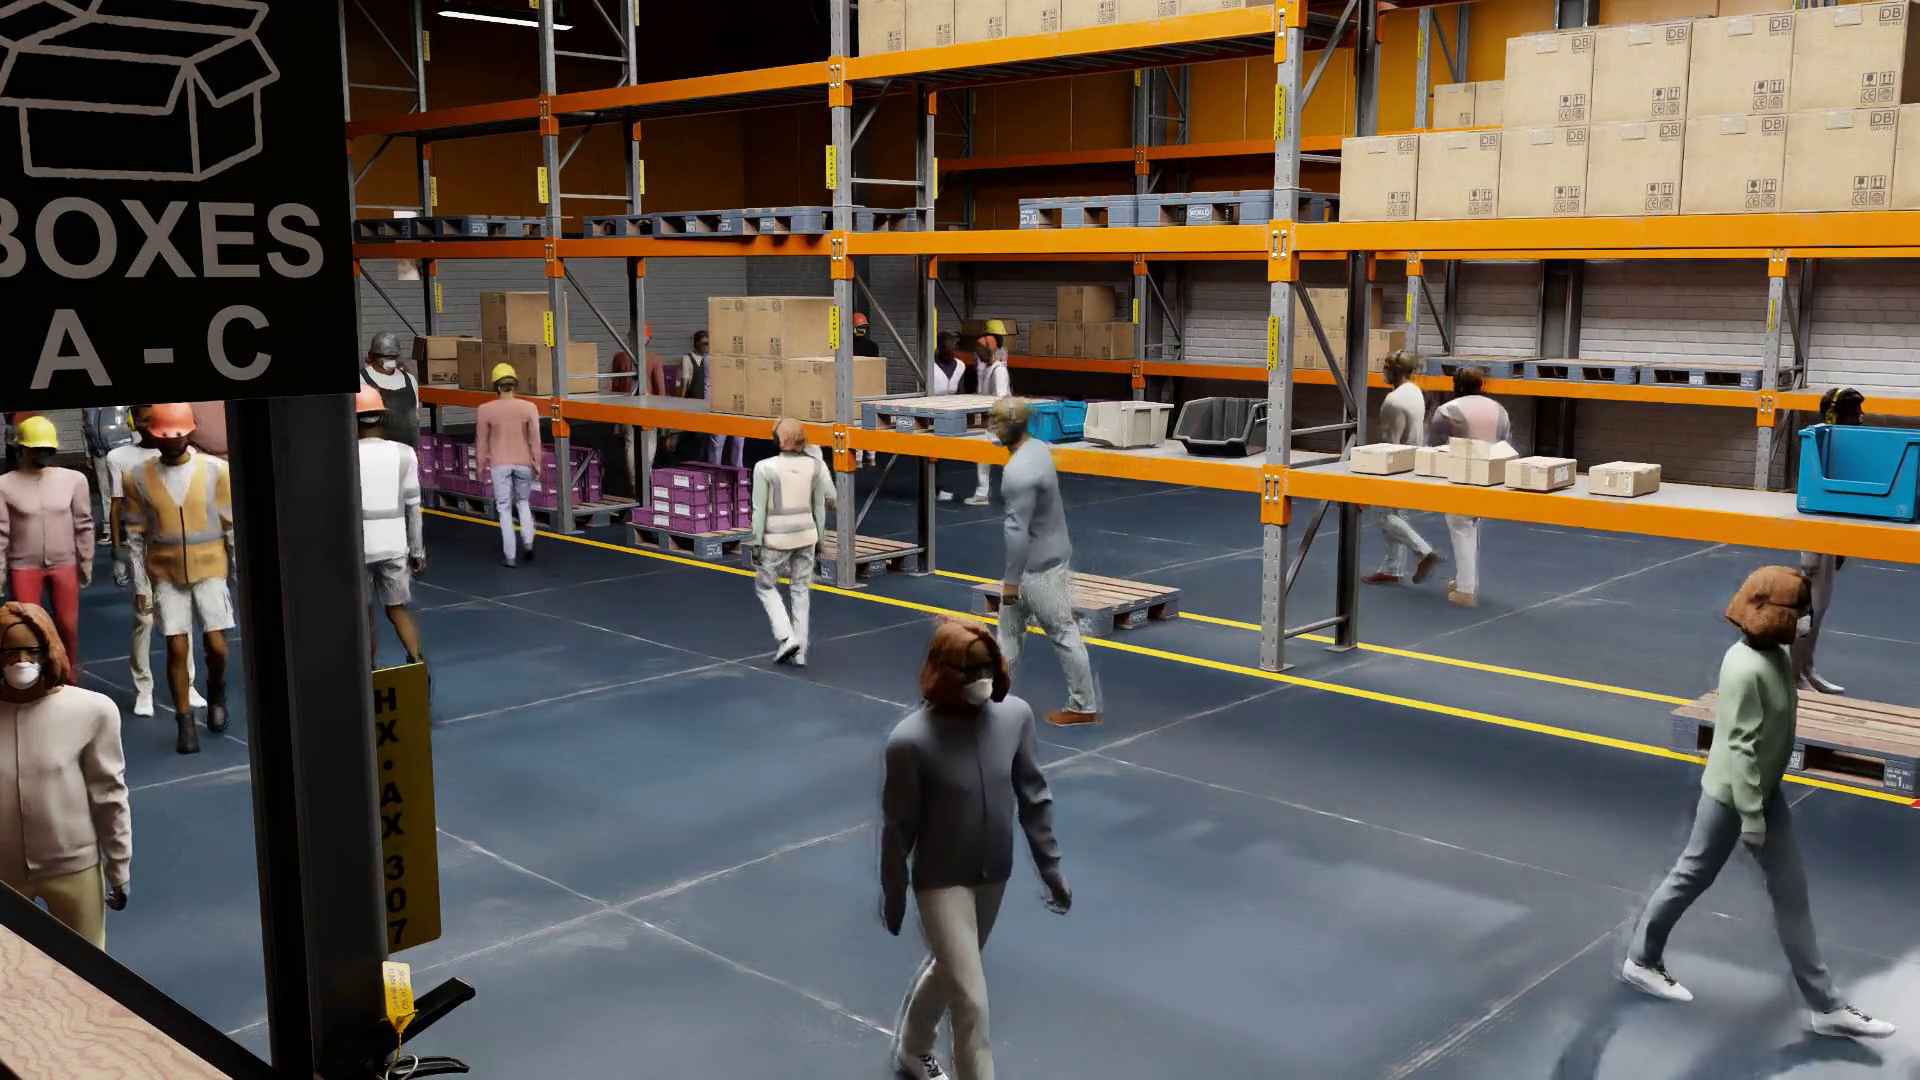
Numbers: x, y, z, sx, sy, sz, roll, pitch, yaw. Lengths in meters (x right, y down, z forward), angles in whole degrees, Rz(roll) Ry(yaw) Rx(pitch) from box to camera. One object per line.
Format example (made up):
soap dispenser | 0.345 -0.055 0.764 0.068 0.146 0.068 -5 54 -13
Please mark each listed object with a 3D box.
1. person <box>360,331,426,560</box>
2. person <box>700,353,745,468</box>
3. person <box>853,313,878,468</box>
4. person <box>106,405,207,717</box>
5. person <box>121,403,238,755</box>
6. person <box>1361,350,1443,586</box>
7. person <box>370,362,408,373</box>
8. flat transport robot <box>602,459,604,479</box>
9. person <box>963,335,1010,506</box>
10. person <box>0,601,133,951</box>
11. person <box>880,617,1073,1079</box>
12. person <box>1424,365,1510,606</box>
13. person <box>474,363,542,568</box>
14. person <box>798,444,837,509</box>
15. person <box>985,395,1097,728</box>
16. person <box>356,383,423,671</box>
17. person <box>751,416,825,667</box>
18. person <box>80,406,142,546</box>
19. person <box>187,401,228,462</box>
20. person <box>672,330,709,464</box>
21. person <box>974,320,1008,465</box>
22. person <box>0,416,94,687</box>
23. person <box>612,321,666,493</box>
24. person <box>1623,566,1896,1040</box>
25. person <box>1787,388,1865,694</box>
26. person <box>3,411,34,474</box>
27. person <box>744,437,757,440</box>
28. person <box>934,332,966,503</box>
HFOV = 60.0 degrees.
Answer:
person | -4.936 -0.803 14.435 0.538 2.000 0.681 8 12 40
person | -2.615 -1.455 18.839 0.637 1.911 0.403 -6 11 -32
person | -1.305 -1.933 21.500 0.385 1.993 0.624 7 12 37
person | -4.611 0.076 9.588 0.533 1.863 0.310 -7 12 -38
person | -4.082 0.181 8.812 0.600 1.913 0.543 -4 10 -22
person | 3.544 -0.554 13.274 0.571 1.919 0.643 5 11 30
person | -7.591 -1.845 22.163 0.508 1.604 0.814 0 9 -1
flat transport robot | -5.047 -0.851 20.143 1.431 0.197 0.652 -2 9 -11
person | 0.455 -1.288 17.978 0.786 1.860 0.584 -3 10 -19
person | -2.668 0.975 4.818 0.501 1.629 0.271 -4 10 -24
person | 0.003 0.987 4.853 0.513 1.587 0.866 -7 12 -37
person | 3.843 -0.433 12.843 0.642 1.815 0.725 -4 10 -21
person | -3.871 -0.634 14.284 0.538 1.750 0.434 -5 11 -30
person | -1.673 -1.233 17.870 0.999 1.788 0.647 5 10 26
person | 0.339 0.142 9.156 0.935 1.874 0.636 0 9 3
person | -3.357 0.054 9.604 0.549 1.911 0.678 -7 12 -38
person | -1.103 0.018 10.658 0.541 1.624 0.371 -6 11 -31
person | -7.850 -0.848 15.396 0.586 1.824 0.405 1 9 4
person | -6.526 -0.748 14.609 0.642 1.875 0.866 -5 10 -26
person | -3.209 -1.632 20.176 0.454 1.824 0.549 7 11 35
person | 0.512 -1.886 21.519 0.943 1.885 0.618 9 13 43
person | -5.235 0.154 9.506 0.526 1.738 0.486 -8 12 -39
person | -3.660 -1.514 18.994 0.644 1.970 0.447 0 9 2
person | 2.681 0.864 5.596 0.879 1.577 0.515 9 13 43
person | 5.148 0.024 9.907 0.310 1.864 0.534 9 13 43
person | -10.715 -1.349 18.943 0.781 1.668 0.540 -4 10 -21
person | -3.083 -2.448 24.996 0.713 1.899 0.575 -3 10 -18
person | -0.204 -1.345 18.309 0.592 1.869 0.696 -8 12 -40
